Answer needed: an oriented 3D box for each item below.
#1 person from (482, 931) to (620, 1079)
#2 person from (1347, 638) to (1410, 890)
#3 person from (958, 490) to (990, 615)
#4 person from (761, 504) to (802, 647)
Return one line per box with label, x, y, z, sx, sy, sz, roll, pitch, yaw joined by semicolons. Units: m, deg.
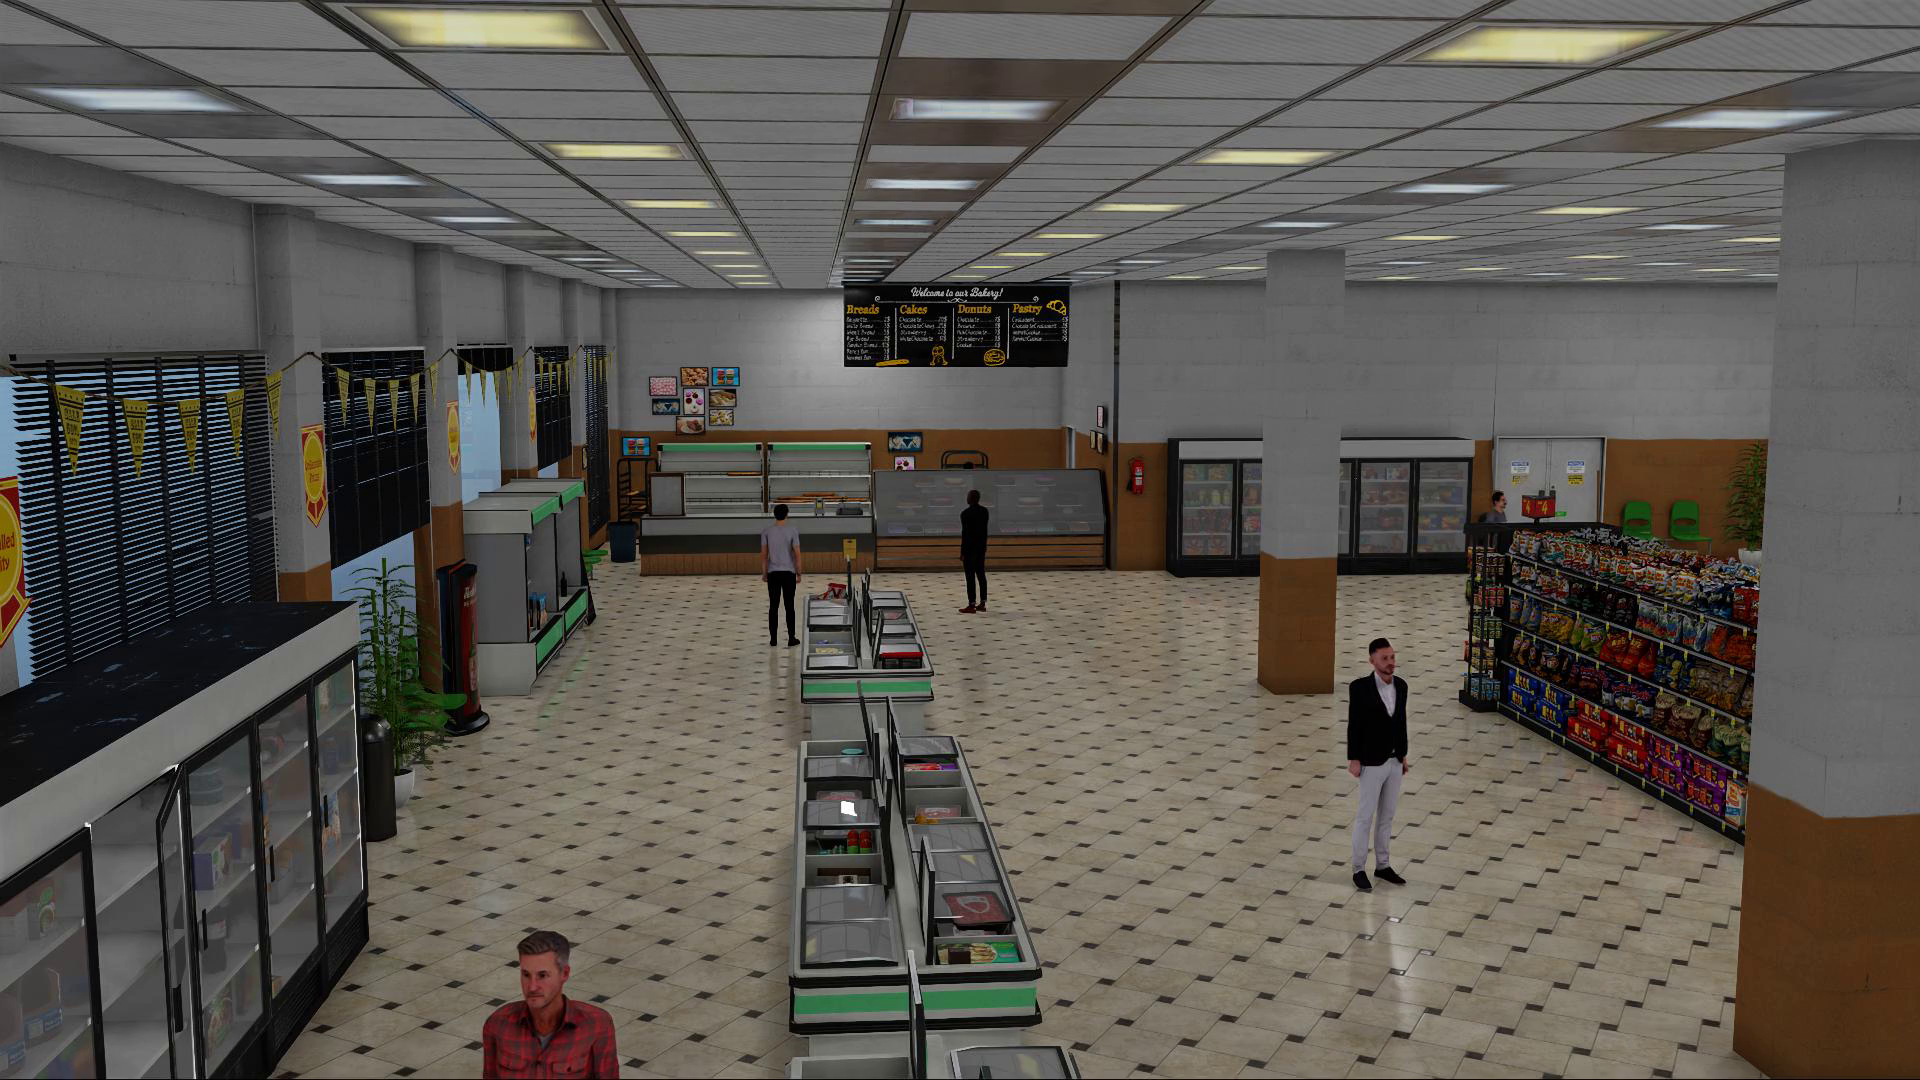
person;-1.540;2.351;6.260;0.696;1.831;0.557;0;7;-1
person;3.079;1.620;12.248;0.717;1.844;0.662;-3;7;-22
person;0.214;0.161;24.437;0.830;1.817;0.785;6;9;43
person;-2.348;0.454;21.824;0.712;1.863;0.597;1;7;5
